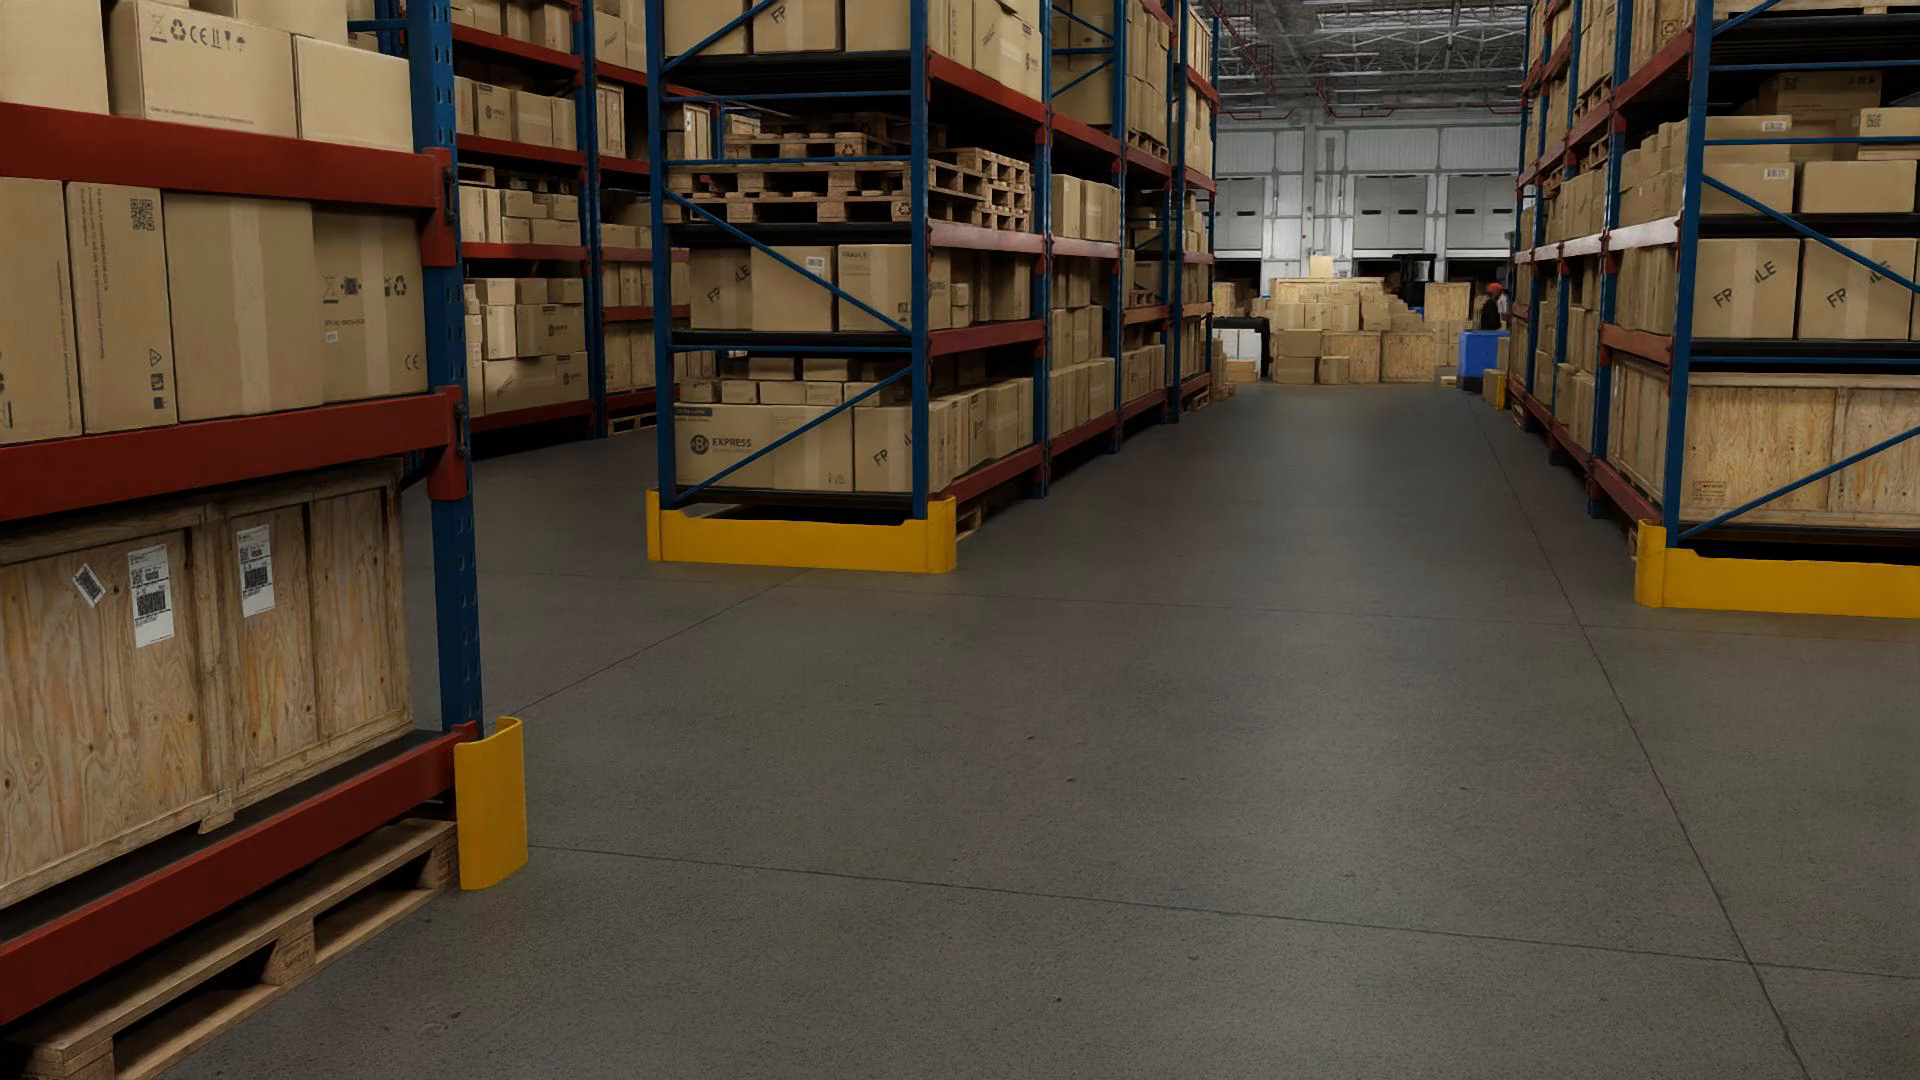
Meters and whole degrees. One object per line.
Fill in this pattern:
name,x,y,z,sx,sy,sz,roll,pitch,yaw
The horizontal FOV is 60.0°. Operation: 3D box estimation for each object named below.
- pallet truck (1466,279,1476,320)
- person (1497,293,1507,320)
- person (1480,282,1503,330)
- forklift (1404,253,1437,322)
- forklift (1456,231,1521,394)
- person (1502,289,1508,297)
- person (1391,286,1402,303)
pallet truck,18.896,-8.459,60.307,1.885,1.965,0.823,5,10,31
person,13.520,-5.510,41.888,0.793,1.890,0.647,-3,9,-17
person,9.543,-3.666,29.998,0.948,1.961,0.626,1,9,5
forklift,14.951,-7.917,54.071,1.129,2.768,1.873,-2,9,-11
forklift,9.710,-3.960,28.932,1.873,2.768,1.129,1,9,9
person,18.309,-7.635,56.176,0.852,1.663,0.536,-4,10,-25
person,9.660,-4.698,36.906,0.429,1.845,0.627,-1,9,-8
